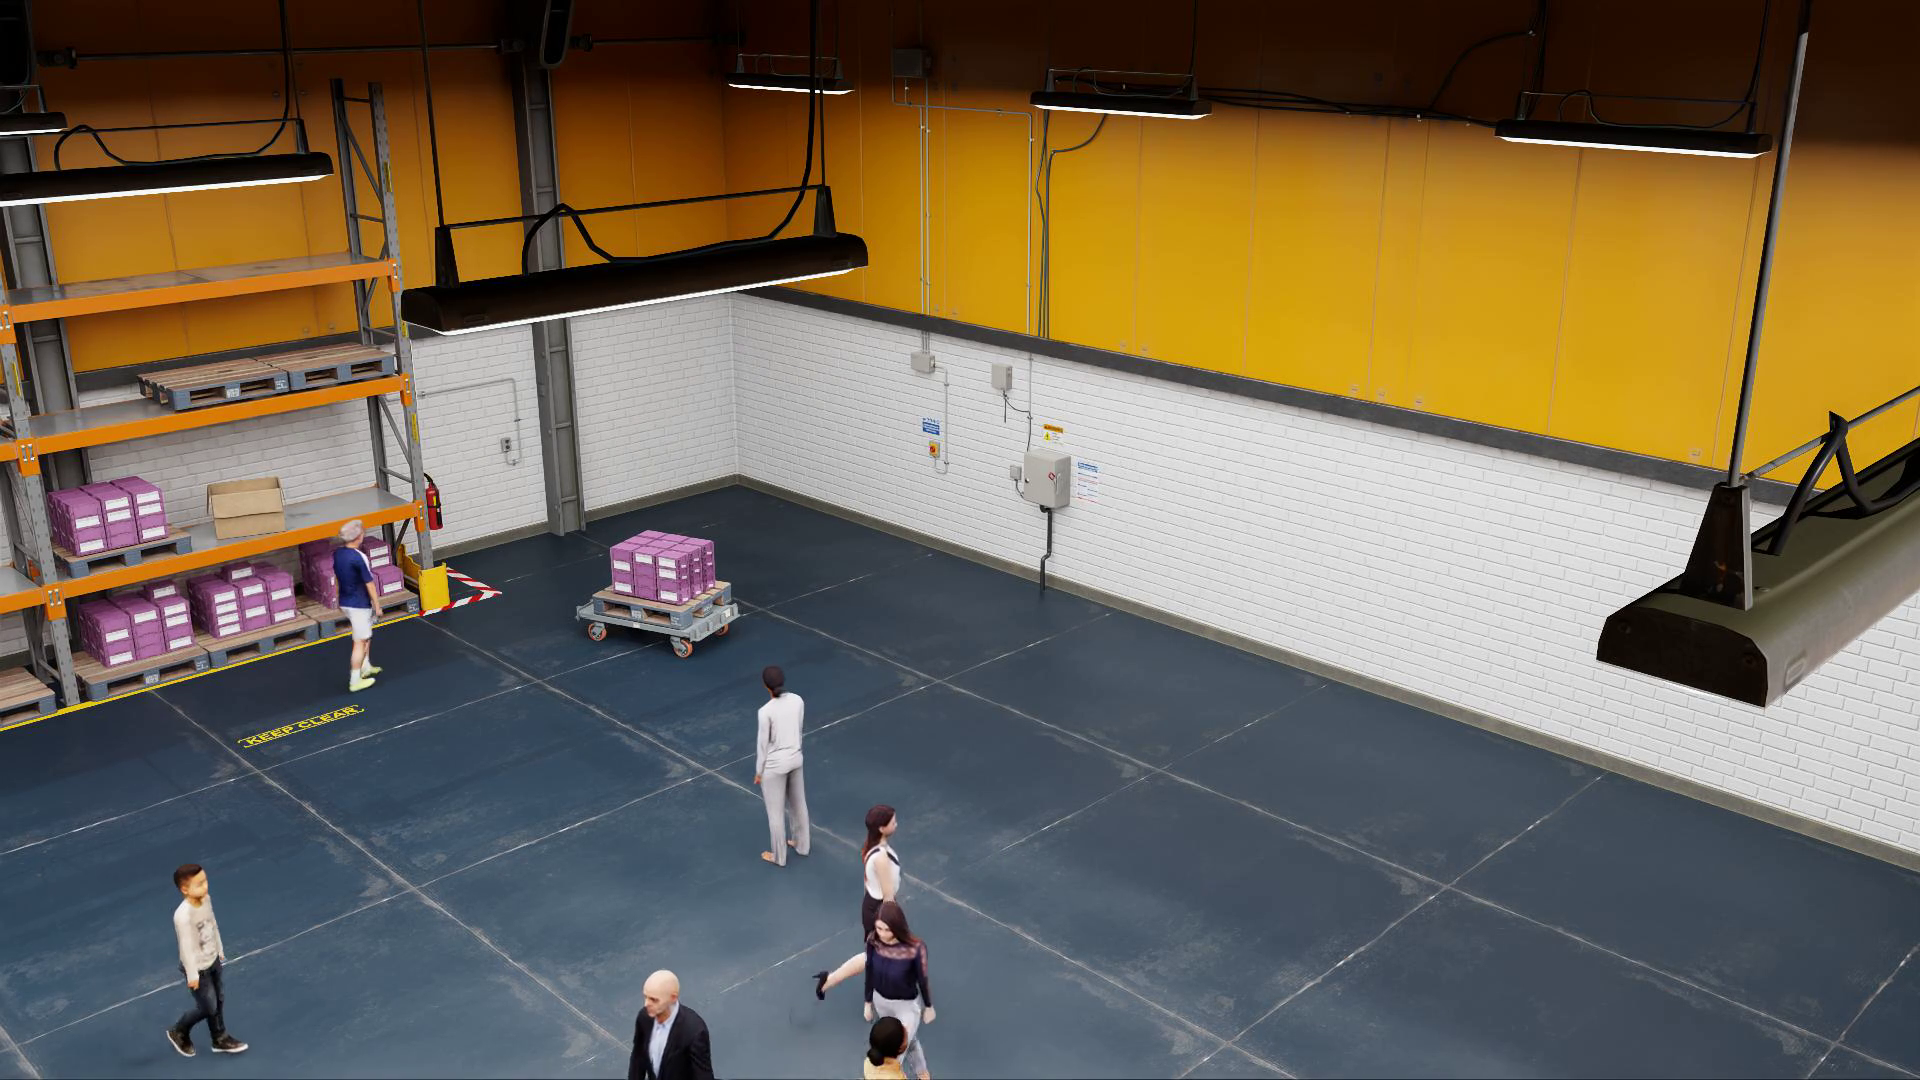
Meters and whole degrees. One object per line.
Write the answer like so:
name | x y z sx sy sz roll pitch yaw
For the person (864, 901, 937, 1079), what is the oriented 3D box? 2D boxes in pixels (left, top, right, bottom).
person | -0.360 2.995 10.696 0.693 1.559 1.055 12 22 32

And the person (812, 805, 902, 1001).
person | -0.643 2.640 11.652 1.037 1.621 0.878 -4 19 -12

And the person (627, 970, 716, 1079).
person | -1.581 3.247 9.644 0.801 1.752 1.221 14 23 36

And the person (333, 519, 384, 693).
person | -6.289 0.694 17.119 0.727 1.819 0.765 13 22 33

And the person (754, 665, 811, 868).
person | -1.477 1.855 13.802 0.684 1.736 0.451 18 25 42

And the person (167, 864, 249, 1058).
person | -5.205 2.865 11.244 0.826 1.455 0.771 1 19 2

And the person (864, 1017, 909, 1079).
person | -0.486 3.434 9.285 1.008 1.626 0.655 -15 24 -37
